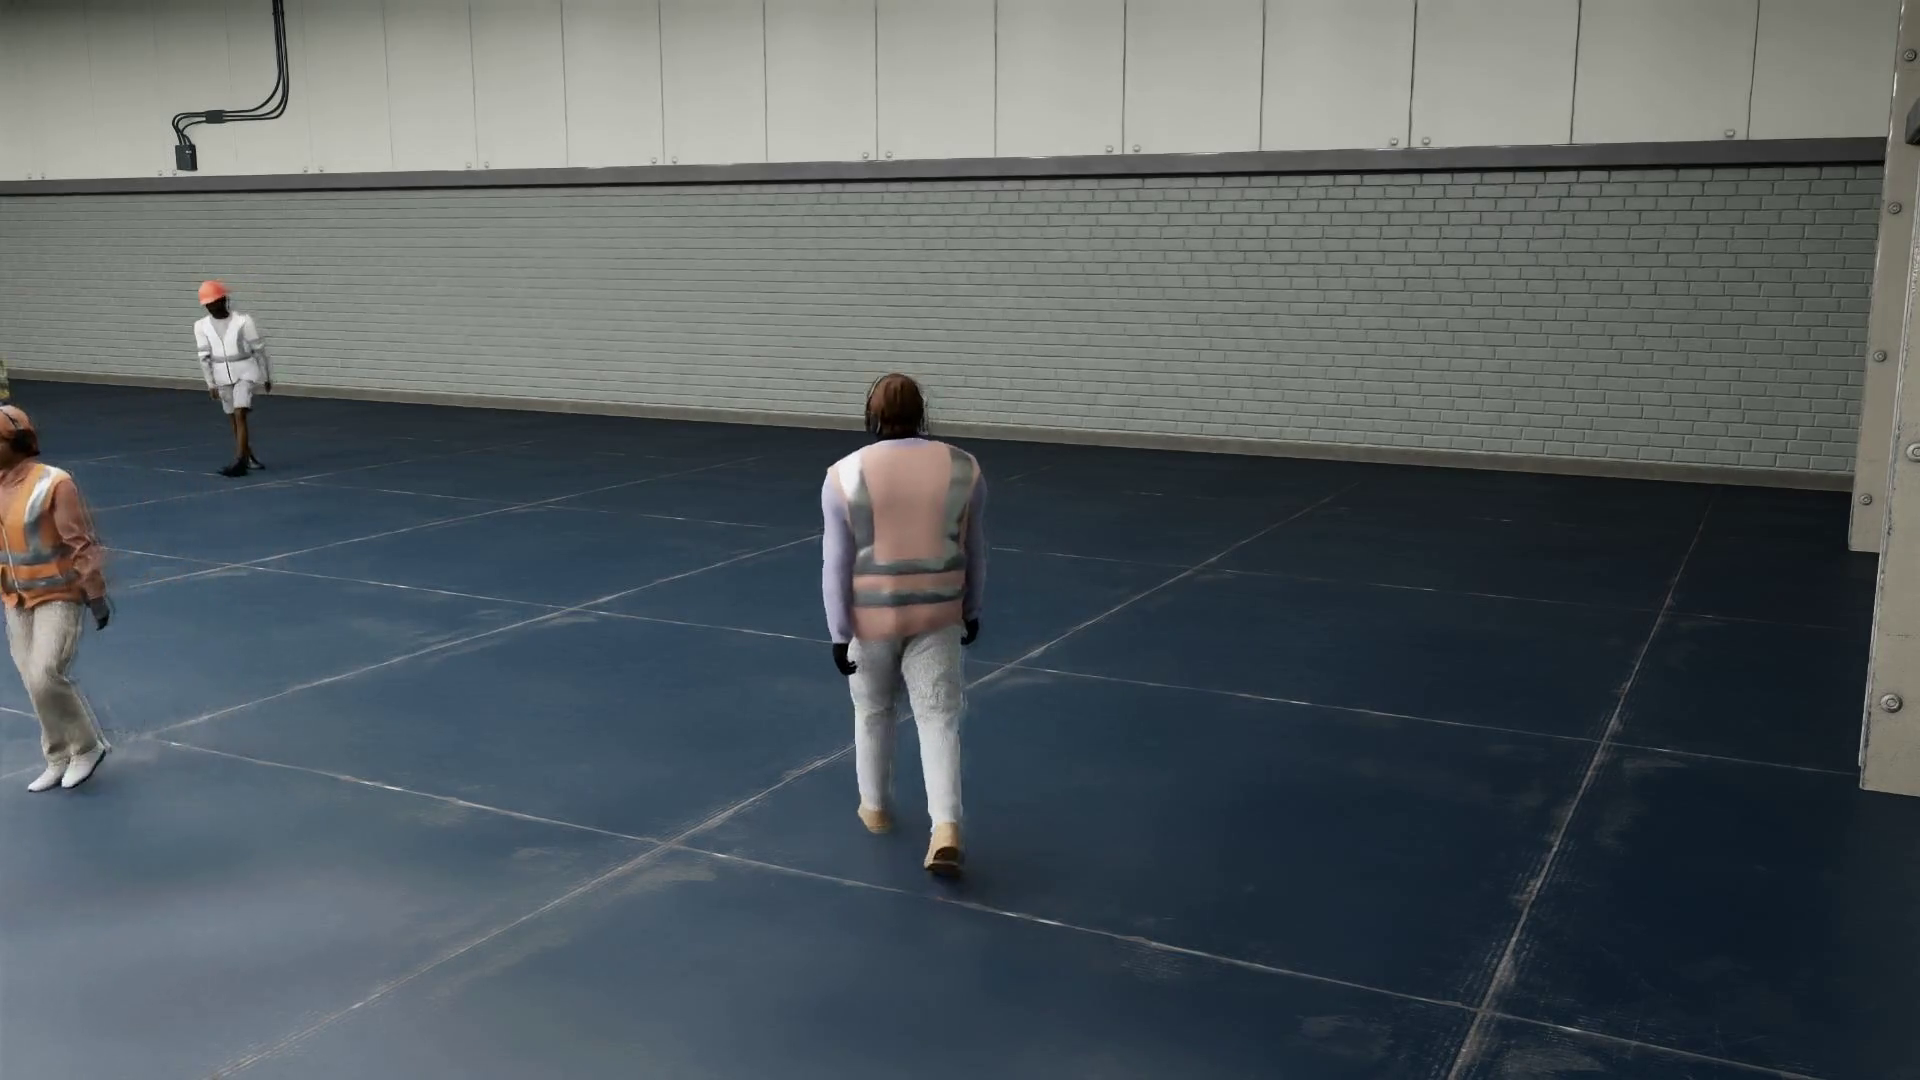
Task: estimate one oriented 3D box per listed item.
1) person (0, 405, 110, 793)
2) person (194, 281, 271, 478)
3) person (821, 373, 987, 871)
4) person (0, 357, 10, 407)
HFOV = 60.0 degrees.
[{"bbox_3d":[-3.764,0.254,6.795,0.561,1.619,0.399,3,11,16],"label":"person"},{"bbox_3d":[-6.988,-1.549,15.997,0.568,1.874,0.837,-1,10,-4],"label":"person"},{"bbox_3d":[-0.193,0.291,6.117,0.624,1.810,0.893,-2,11,-10],"label":"person"},{"bbox_3d":[-7.826,-1.021,13.186,0.629,1.831,0.531,10,14,44],"label":"person"}]
